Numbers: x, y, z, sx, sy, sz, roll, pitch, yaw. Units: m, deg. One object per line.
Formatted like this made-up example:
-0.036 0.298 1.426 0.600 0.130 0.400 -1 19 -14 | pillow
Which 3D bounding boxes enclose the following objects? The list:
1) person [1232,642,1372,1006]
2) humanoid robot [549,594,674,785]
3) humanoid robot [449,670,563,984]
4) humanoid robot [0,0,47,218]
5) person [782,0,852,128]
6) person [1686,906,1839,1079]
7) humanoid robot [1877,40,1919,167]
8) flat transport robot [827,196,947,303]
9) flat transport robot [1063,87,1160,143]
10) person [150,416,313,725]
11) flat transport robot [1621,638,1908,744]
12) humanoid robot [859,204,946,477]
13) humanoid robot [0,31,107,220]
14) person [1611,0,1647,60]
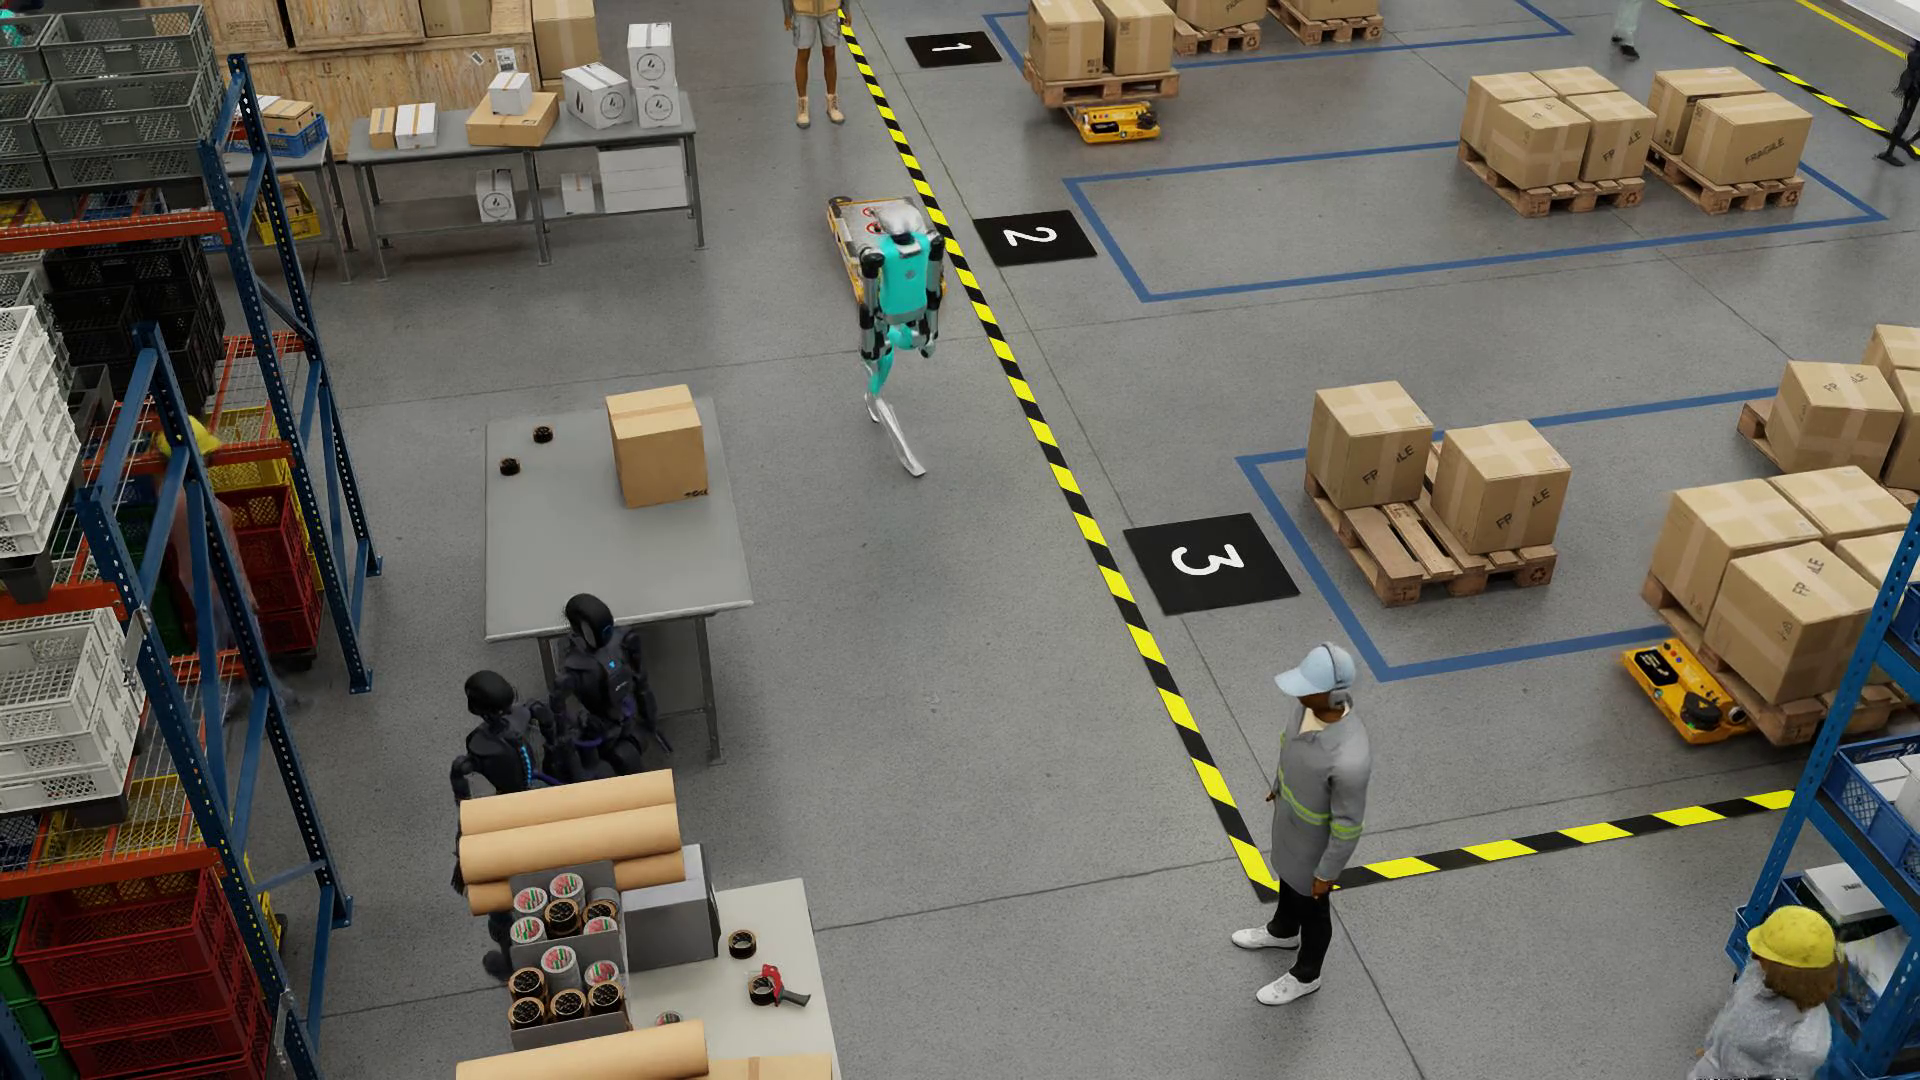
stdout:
1.369 1.141 6.693 0.390 1.850 0.599 -6 37 -8 | person
-1.505 0.905 7.150 0.326 1.651 0.589 20 41 24 | humanoid robot
-1.818 1.165 6.798 0.357 1.650 0.600 21 42 26 | humanoid robot
-7.265 -3.245 12.705 0.535 1.749 1.015 0 37 0 | humanoid robot
-1.213 -4.528 14.165 0.607 2.032 0.403 -8 37 -10 | person
2.738 1.899 5.775 0.496 1.728 0.502 -1 37 -1 | person
7.912 -3.841 13.535 0.616 1.643 0.357 -14 39 -18 | humanoid robot
-0.570 -2.220 12.538 0.659 0.231 1.431 -8 37 -10 | flat transport robot
1.247 -3.931 14.814 0.652 0.197 1.431 -8 37 -10 | flat transport robot
-3.595 0.173 8.074 0.534 1.766 0.350 25 43 30 | person
4.269 0.668 8.633 1.431 0.197 0.652 -8 37 -10 | flat transport robot
-0.471 -1.307 10.137 0.537 1.769 1.047 -19 41 -23 | humanoid robot
-6.490 -2.852 12.229 0.853 1.867 0.572 -10 38 -13 | humanoid robot
6.504 -5.480 15.659 0.407 1.786 0.740 -2 37 -2 | person
